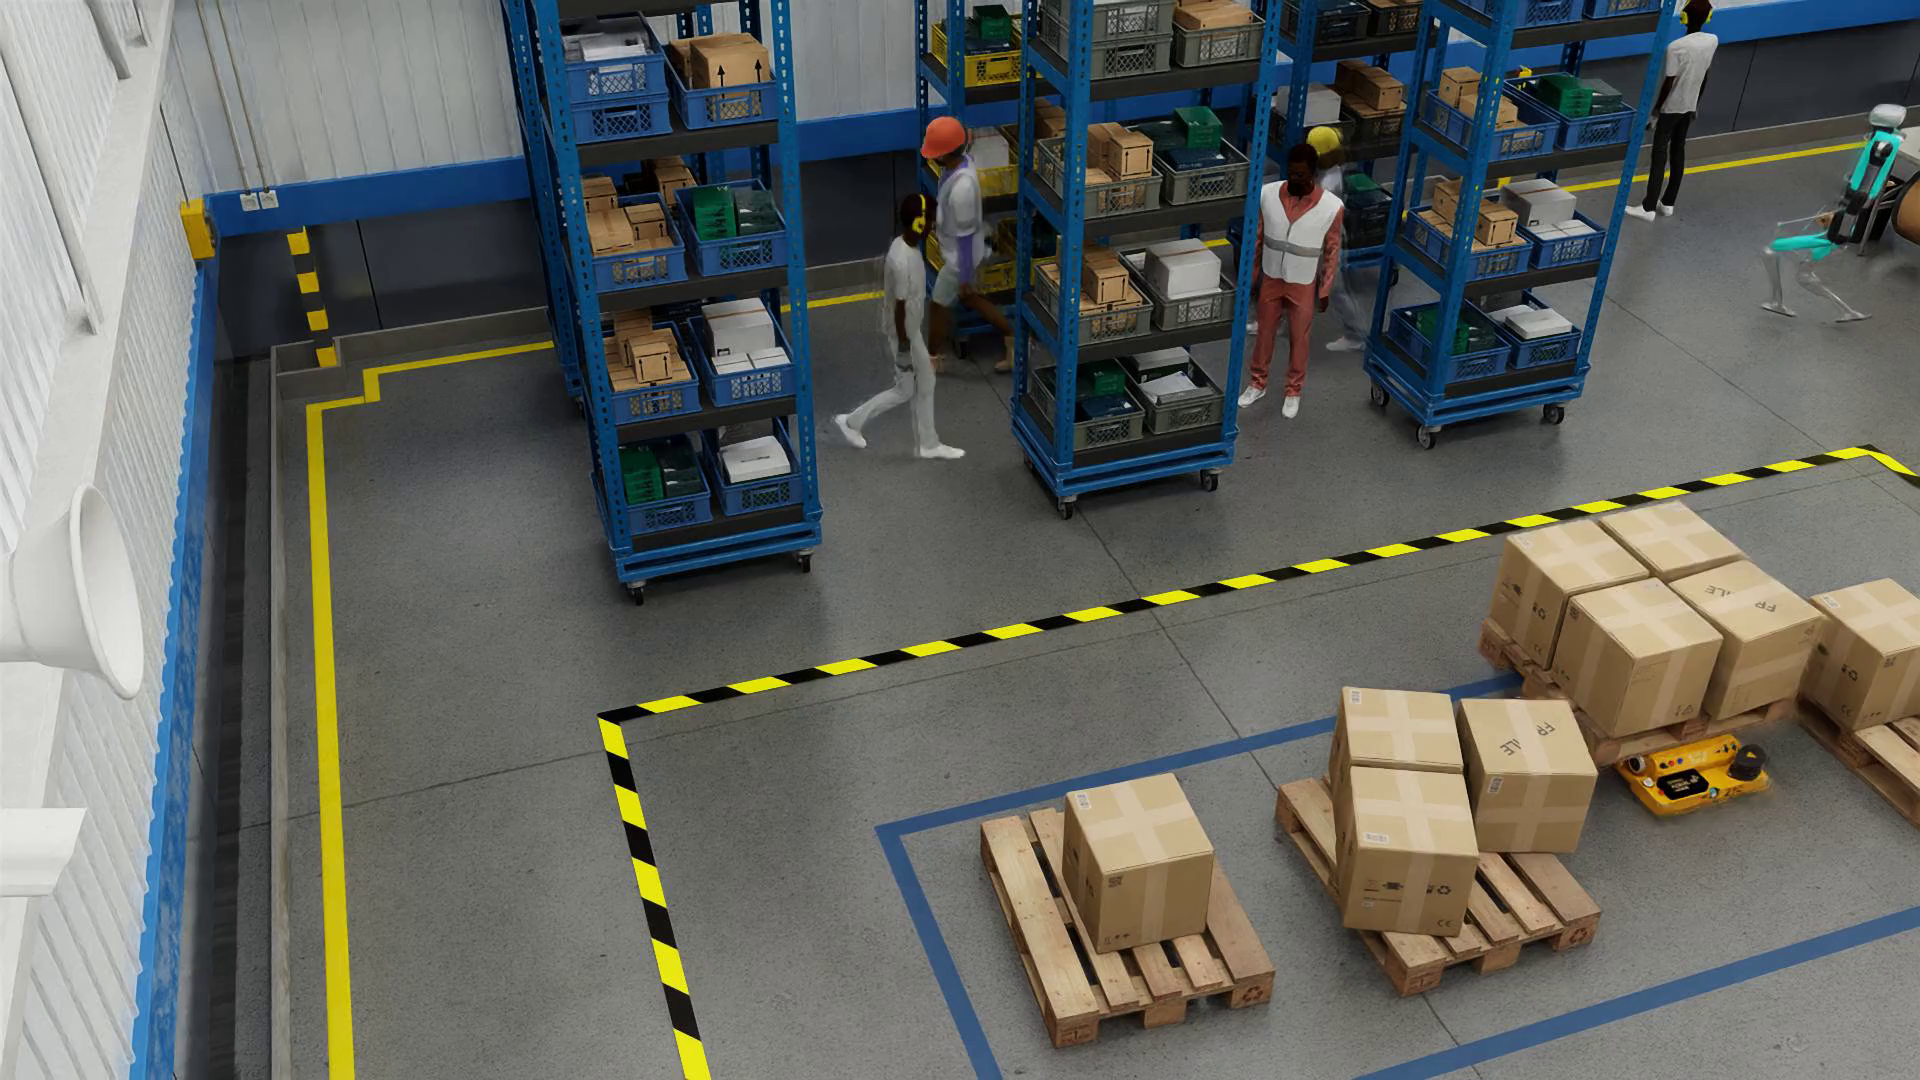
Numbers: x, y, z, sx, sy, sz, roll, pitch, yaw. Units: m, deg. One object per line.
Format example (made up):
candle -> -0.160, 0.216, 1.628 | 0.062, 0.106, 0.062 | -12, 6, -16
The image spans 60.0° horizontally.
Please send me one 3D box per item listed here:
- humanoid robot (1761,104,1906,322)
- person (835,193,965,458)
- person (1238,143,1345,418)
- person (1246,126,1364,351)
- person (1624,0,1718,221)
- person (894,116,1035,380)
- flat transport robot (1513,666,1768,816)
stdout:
humanoid robot -> 6.308, -2.335, 12.081 | 0.982, 1.734, 0.542 | 19, 40, 25
person -> -0.394, -1.326, 10.593 | 0.787, 1.828, 0.554 | 4, 35, 6
person -> 2.195, -1.735, 11.085 | 0.597, 1.917, 0.379 | 16, 38, 22
person -> 2.565, -2.140, 11.853 | 0.866, 1.682, 0.486 | 1, 35, 2
person -> 5.873, -3.542, 13.694 | 0.512, 1.865, 0.334 | -15, 38, -20
person -> 0.051, -1.973, 11.376 | 0.959, 1.983, 0.631 | -1, 35, -2
flat transport robot -> 3.537, 0.847, 8.831 | 0.652, 0.197, 1.431 | -11, 37, -15
